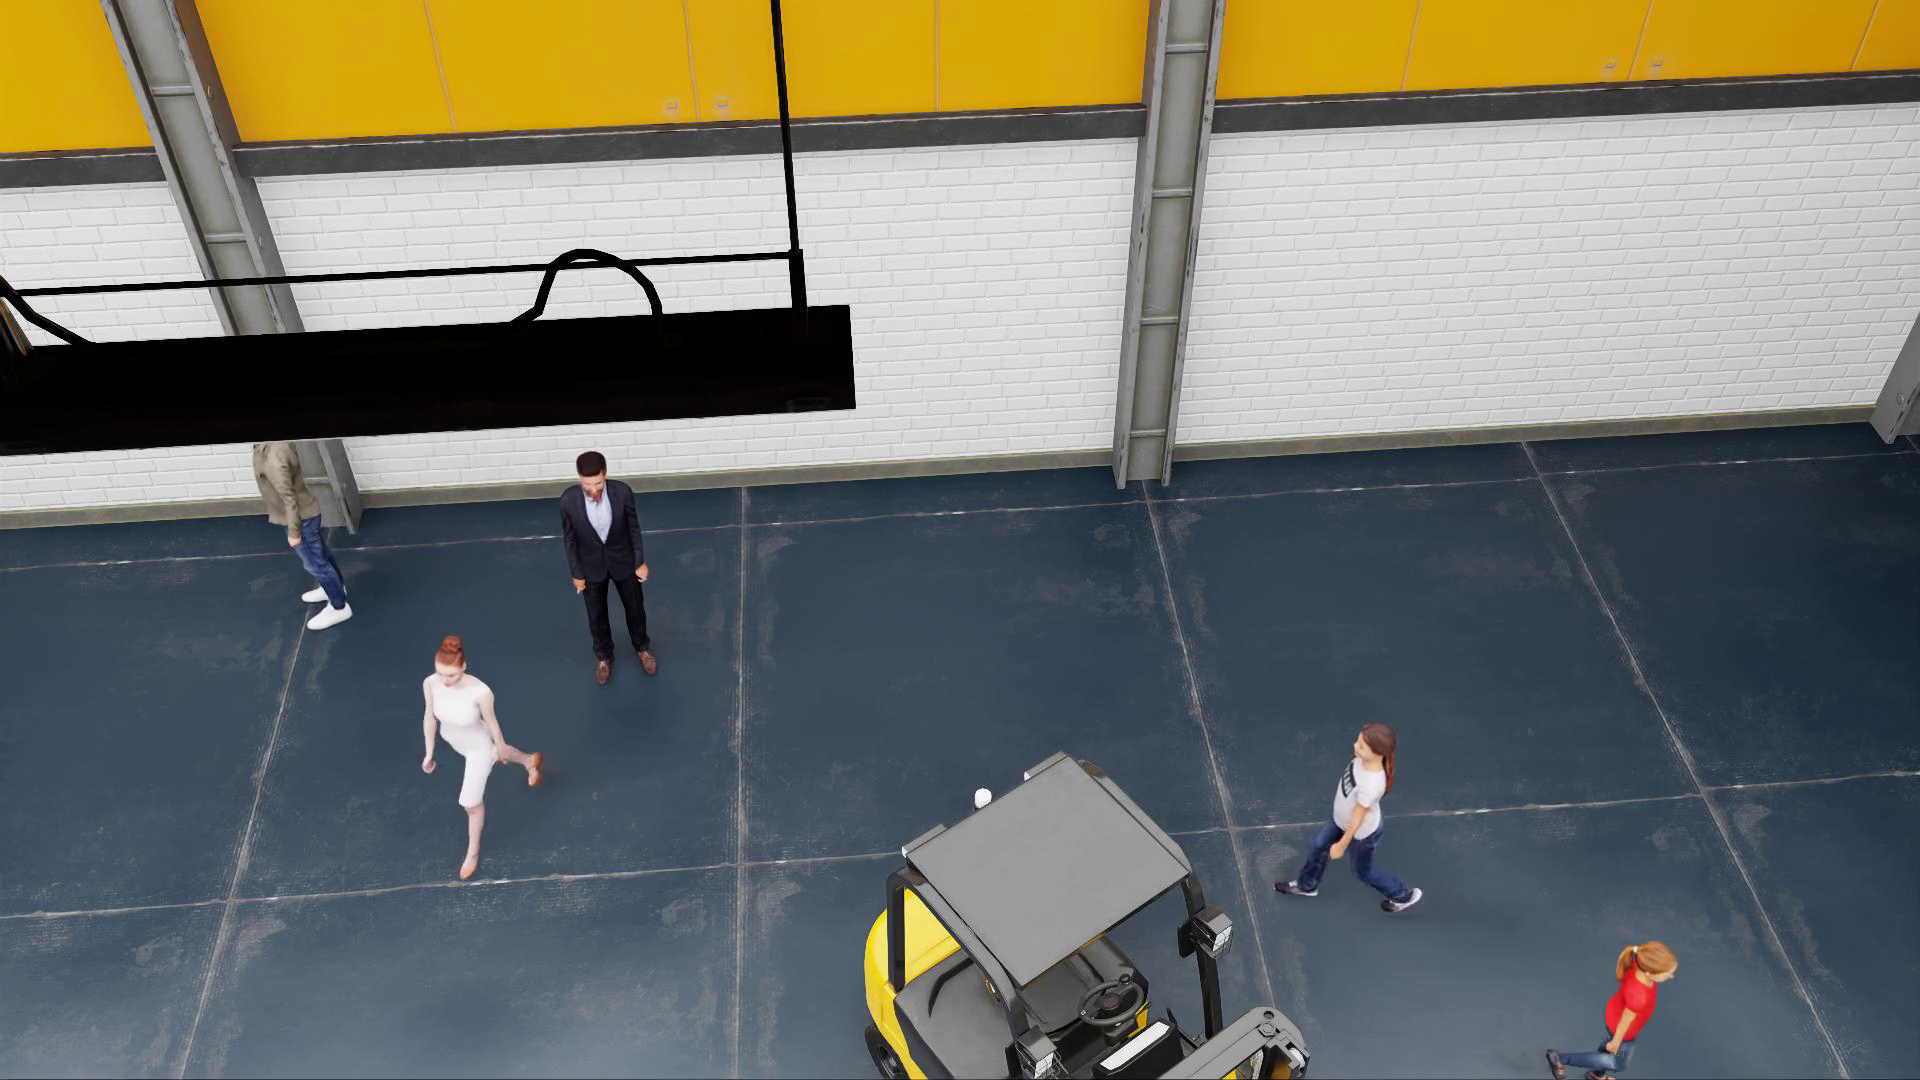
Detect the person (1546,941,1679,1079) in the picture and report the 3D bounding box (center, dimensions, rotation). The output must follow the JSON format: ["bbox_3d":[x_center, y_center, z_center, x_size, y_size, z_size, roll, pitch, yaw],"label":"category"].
[{"bbox_3d":[3.351,2.444,8.555,0.752,1.301,0.649,18,46,18],"label":"person"}]

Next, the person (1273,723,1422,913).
[{"bbox_3d":[2.281,1.595,9.279,1.070,1.533,0.644,3,44,3],"label":"person"}]

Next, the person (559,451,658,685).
[{"bbox_3d":[-2.235,0.147,10.559,0.595,1.862,0.743,-12,45,-12],"label":"person"}]

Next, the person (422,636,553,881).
[{"bbox_3d":[-2.751,1.128,9.617,1.145,1.742,1.016,18,46,18],"label":"person"}]

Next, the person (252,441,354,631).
[{"bbox_3d":[-4.343,-0.189,10.911,0.691,1.864,0.768,-16,46,-16],"label":"person"}]
